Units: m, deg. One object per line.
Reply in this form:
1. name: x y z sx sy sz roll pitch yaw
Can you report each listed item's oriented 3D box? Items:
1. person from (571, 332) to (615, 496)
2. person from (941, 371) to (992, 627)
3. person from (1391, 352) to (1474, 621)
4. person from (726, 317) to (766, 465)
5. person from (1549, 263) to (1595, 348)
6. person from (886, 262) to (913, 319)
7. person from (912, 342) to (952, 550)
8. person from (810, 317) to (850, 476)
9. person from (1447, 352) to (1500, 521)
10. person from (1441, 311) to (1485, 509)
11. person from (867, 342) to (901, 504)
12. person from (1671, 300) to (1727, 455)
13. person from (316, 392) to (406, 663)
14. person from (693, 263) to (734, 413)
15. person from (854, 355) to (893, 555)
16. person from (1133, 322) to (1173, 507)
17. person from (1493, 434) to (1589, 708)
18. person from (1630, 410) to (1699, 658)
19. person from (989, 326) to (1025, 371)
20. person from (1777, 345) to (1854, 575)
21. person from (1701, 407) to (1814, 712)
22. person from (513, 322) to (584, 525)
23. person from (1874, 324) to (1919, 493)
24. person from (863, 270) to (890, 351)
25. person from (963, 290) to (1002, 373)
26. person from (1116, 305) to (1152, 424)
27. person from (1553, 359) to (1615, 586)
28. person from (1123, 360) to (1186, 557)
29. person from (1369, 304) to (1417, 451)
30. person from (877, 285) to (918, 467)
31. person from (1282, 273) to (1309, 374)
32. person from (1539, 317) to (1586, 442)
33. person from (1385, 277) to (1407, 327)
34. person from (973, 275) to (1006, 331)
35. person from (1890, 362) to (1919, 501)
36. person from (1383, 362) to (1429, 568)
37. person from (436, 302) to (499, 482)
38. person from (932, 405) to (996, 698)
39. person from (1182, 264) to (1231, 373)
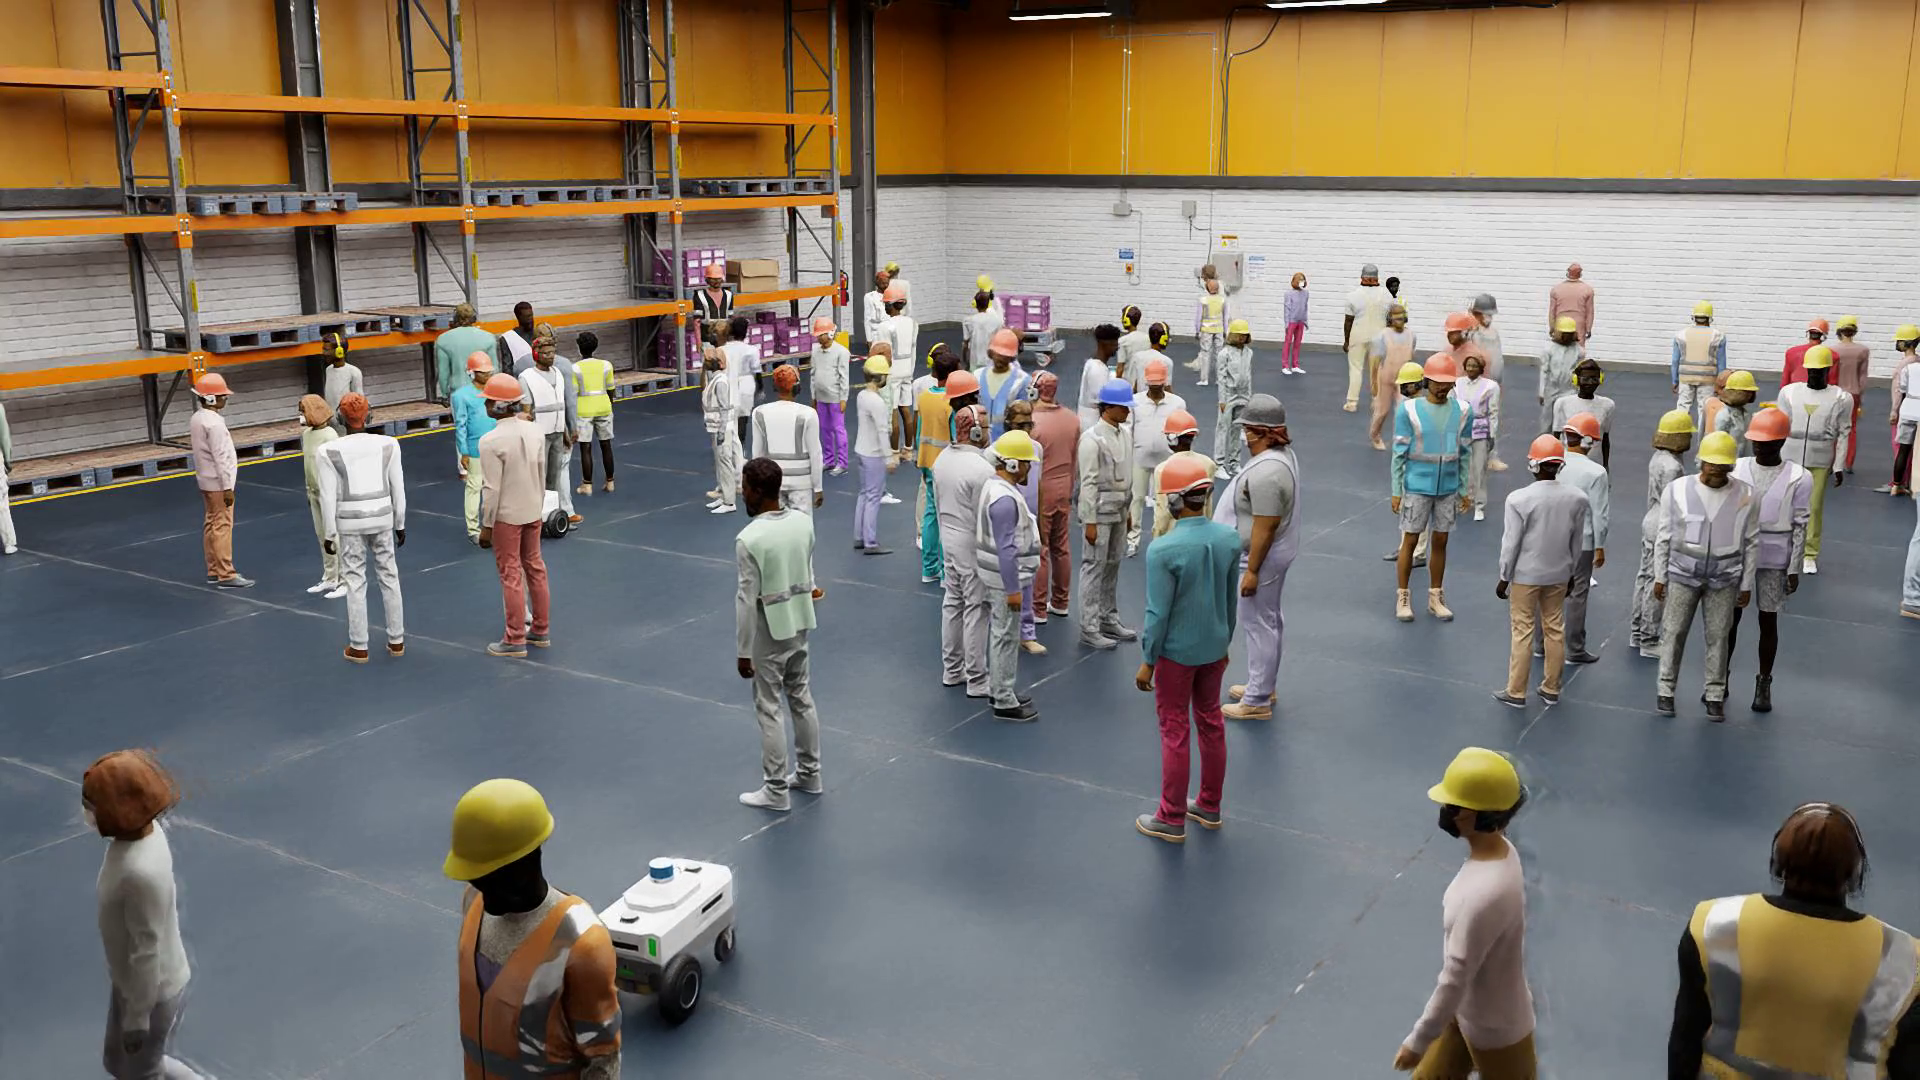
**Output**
1. person: -3.814 -1.304 17.213 0.529 1.697 0.321 -9 16 -35
2. person: 0.047 -0.299 12.354 0.378 1.924 0.552 -1 13 -5
3. person: 3.550 -0.392 12.505 0.615 2.041 0.377 -1 13 -5
4. person: -2.468 -1.706 18.985 0.556 1.668 0.692 4 14 18
5. person: 9.140 -3.180 24.882 0.644 1.913 0.408 7 15 28
6. person: -1.061 -3.835 28.126 0.564 1.718 0.752 1 13 5
7. person: -0.191 -0.833 14.807 0.532 1.863 0.326 -10 16 -36
8. person: -1.459 -1.589 18.369 0.569 1.738 0.351 11 17 39
9. person: 4.922 -1.000 16.047 0.518 1.632 0.317 8 15 31
10. person: 4.933 -1.280 16.501 0.458 1.973 0.645 -6 14 -25
11. person: -0.788 -1.187 16.848 0.286 1.633 0.499 -4 14 -17
12. person: 8.584 -1.864 19.341 0.590 1.837 0.404 8 15 32
13. person: -4.125 -0.084 11.520 0.575 1.882 0.355 -9 16 -34
14. person: -3.340 -2.754 22.743 0.605 2.045 0.378 -9 16 -33
15. person: -0.747 -0.747 14.669 0.337 1.759 0.550 -5 14 -20
16. person: 1.929 -1.253 16.652 0.323 1.855 0.531 -11 17 -40
17. person: 3.673 0.197 10.578 0.566 1.751 0.329 -3 13 -13
18. person: 4.946 -0.047 11.659 0.298 1.745 0.484 2 13 9
19. person: 0.478 -1.195 16.454 0.429 1.837 0.624 2 13 9
20. person: 7.120 -0.674 13.974 0.585 1.928 0.378 9 16 35
21. person: 5.033 0.121 10.511 0.547 1.936 0.356 9 16 33
22. person: -3.889 -1.083 15.727 0.627 1.940 0.372 4 13 16
23. person: 9.805 -1.361 17.327 0.341 1.760 0.525 11 17 40
24. person: -1.115 -2.883 23.648 0.574 1.887 0.355 -13 18 -43
25. person: 0.282 -2.149 20.536 0.504 1.861 0.328 1 13 3
26. person: 1.902 -1.663 18.428 0.514 1.863 0.339 -10 16 -36
27. person: 5.054 -0.547 13.554 0.514 1.872 0.328 0 13 -1
28. person: 1.691 -0.708 14.529 0.564 1.741 0.347 0 13 0
29. person: 5.034 -1.857 19.399 0.523 1.809 0.907 -1 13 -6
30. person: -0.744 -1.854 18.842 0.378 2.044 0.607 10 16 36
31. person: 5.434 -3.502 26.887 0.500 1.634 0.286 -7 15 -29
32. person: 6.788 -1.678 18.816 0.487 1.711 0.832 2 13 9
33. person: 6.486 -3.120 25.090 0.532 1.699 0.318 -4 14 -18
34. person: 0.436 -2.726 23.008 0.394 1.877 0.703 11 17 40
35. person: 9.804 -1.239 16.956 0.319 1.687 0.539 -6 14 -25
36. person: 3.845 -0.643 14.220 0.344 1.758 0.532 -4 13 -15
37. person: -5.283 -1.587 17.916 0.630 1.938 0.369 -3 13 -15
38. person: 0.087 0.071 10.794 0.409 1.909 0.642 -8 15 -30
39. person: 4.112 -3.545 26.791 1.037 1.759 0.510 4 14 17
